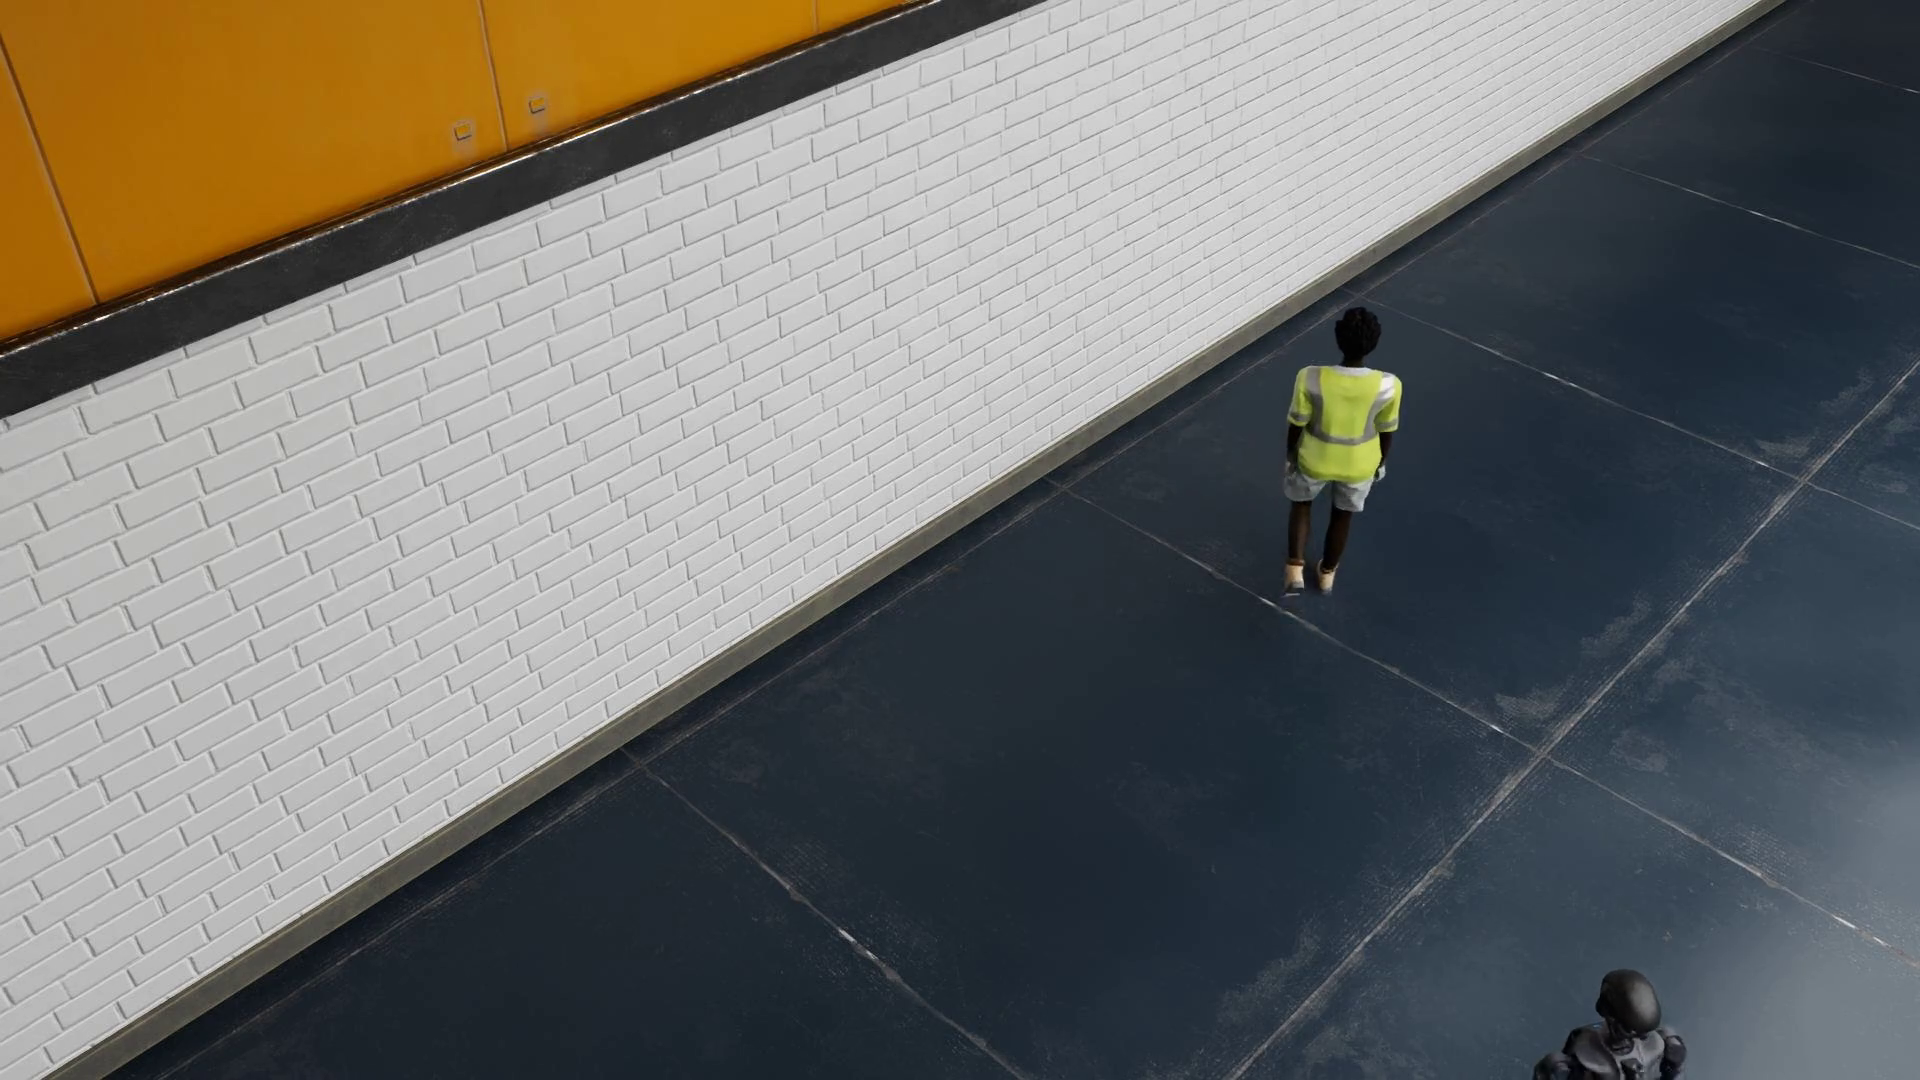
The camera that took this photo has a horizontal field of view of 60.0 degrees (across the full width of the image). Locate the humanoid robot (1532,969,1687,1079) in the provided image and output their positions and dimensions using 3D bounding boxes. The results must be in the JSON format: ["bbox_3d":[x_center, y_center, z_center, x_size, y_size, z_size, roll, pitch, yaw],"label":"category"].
[{"bbox_3d":[2.017,2.006,5.301,0.610,1.634,0.684,-9,40,-11],"label":"humanoid robot"}]

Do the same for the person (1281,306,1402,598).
[{"bbox_3d":[1.863,-0.368,8.251,0.537,1.686,0.447,8,39,10],"label":"person"}]
